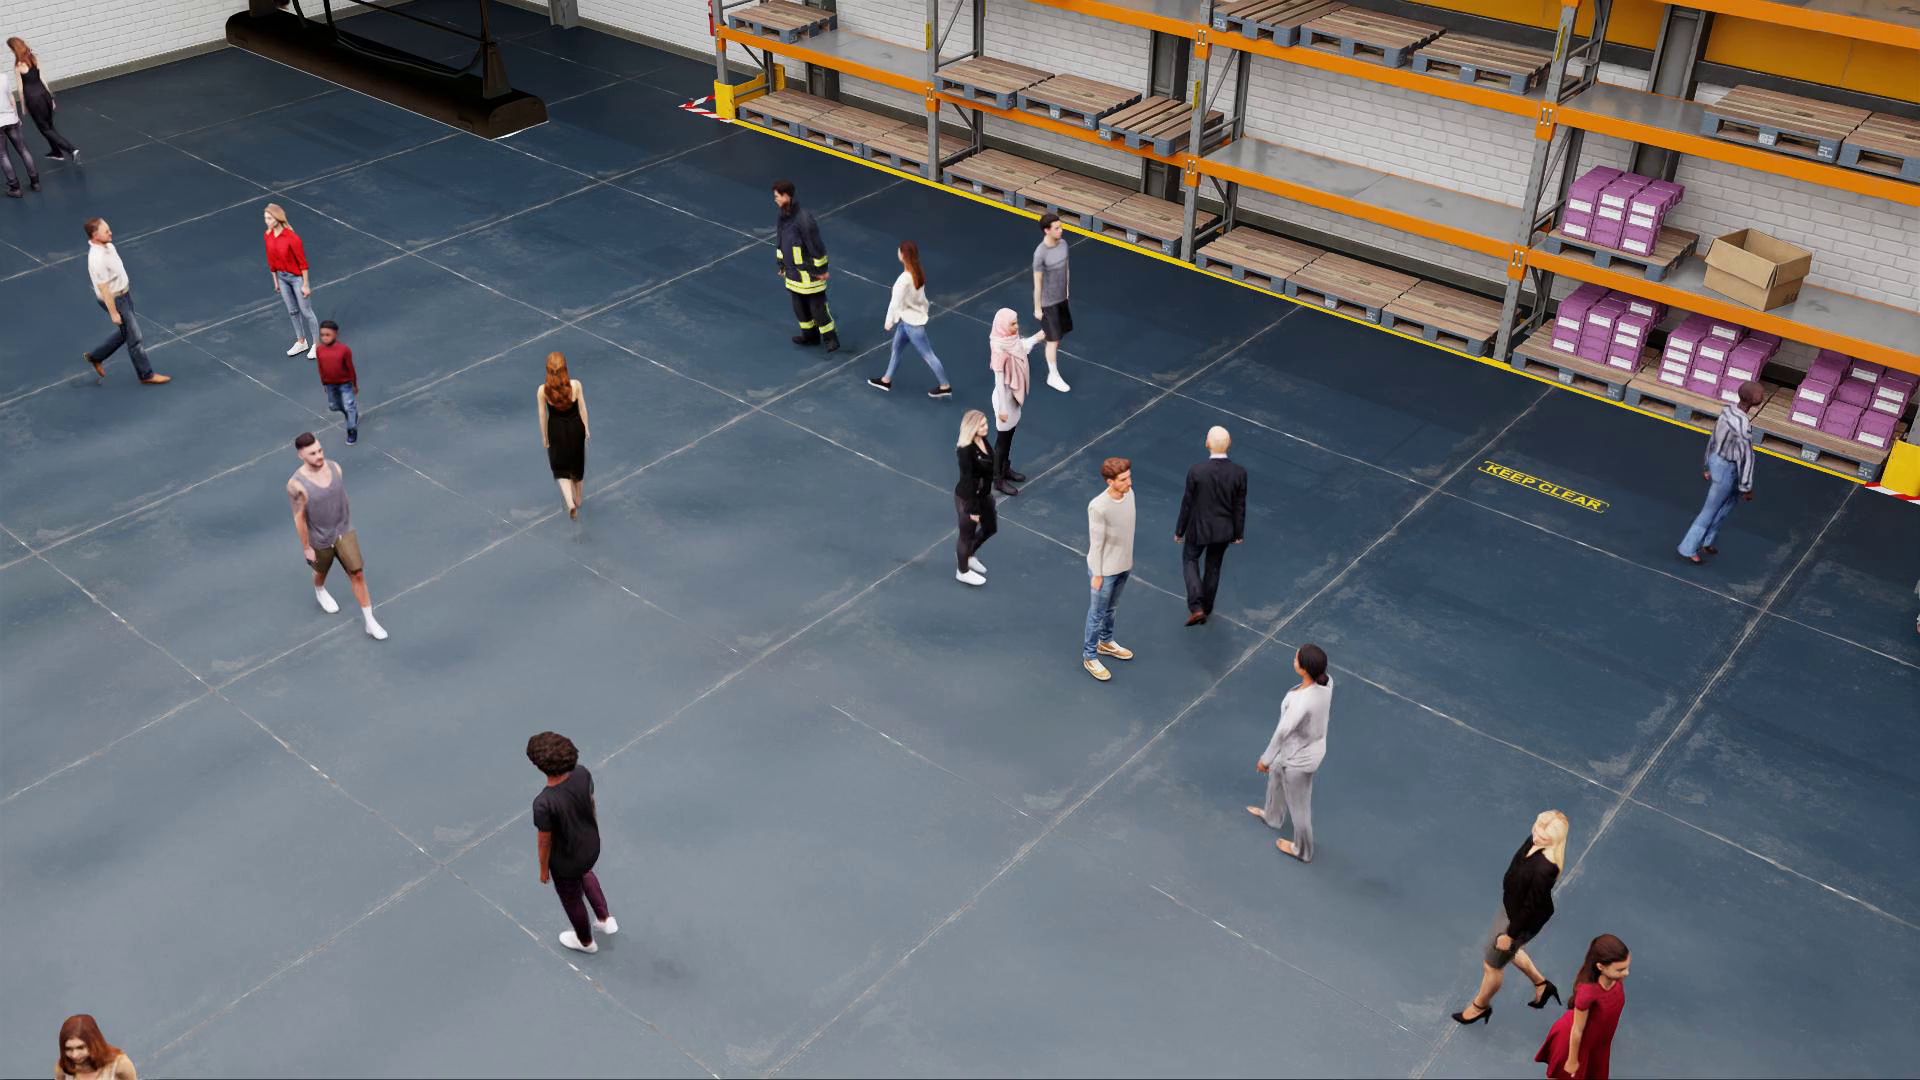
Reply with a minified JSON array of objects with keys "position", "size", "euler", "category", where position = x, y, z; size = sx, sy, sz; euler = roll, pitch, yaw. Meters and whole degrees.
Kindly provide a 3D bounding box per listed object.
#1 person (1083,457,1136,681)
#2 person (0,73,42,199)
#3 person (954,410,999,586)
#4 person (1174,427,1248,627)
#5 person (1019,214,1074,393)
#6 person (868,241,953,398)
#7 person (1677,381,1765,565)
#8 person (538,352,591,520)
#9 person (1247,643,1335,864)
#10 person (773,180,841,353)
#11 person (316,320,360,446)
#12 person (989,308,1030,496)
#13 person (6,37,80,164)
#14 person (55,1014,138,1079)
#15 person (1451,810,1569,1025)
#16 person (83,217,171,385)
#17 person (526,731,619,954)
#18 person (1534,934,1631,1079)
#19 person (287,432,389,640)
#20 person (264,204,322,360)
[{"position":[1.153,0.177,12.898],"size":[0.569,1.905,0.654],"euler":[24,41,32],"category":"person"},{"position":[-12.222,-5.304,21.210],"size":[0.565,1.831,0.640],"euler":[24,41,32],"category":"person"},{"position":[0.021,-0.358,13.910],"size":[0.670,1.675,0.676],"euler":[14,36,20],"category":"person"},{"position":[2.011,-0.036,13.330],"size":[0.933,1.781,0.992],"euler":[-1,34,-2],"category":"person"},{"position":[0.858,-2.455,16.909],"size":[1.001,1.847,0.671],"euler":[27,42,35],"category":"person"},{"position":[-0.397,-2.137,16.617],"size":[1.210,1.641,0.939],"euler":[9,35,13],"category":"person"},{"position":[6.376,-0.543,14.096],"size":[0.806,1.777,0.763],"euler":[5,34,7],"category":"person"},{"position":[-3.495,-0.903,14.792],"size":[0.820,1.606,0.966],"euler":[-11,35,-16],"category":"person"},{"position":[2.357,1.465,11.128],"size":[0.836,1.719,0.666],"euler":[21,39,28],"category":"person"},{"position":[-1.578,-2.874,17.508],"size":[0.682,1.882,1.000],"euler":[20,39,28],"category":"person"},{"position":[-5.997,-1.565,16.115],"size":[0.734,1.244,0.774],"euler":[0,34,0],"category":"person"},{"position":[0.428,-1.282,15.184],"size":[0.718,1.804,0.714],"euler":[11,35,16],"category":"person"},{"position":[-12.149,-5.781,22.030],"size":[1.034,1.719,0.829],"euler":[11,35,17],"category":"person"},{"position":[-4.417,3.042,8.773],"size":[0.745,1.699,0.803],"euler":[-2,34,-2],"category":"person"},{"position":[3.388,2.276,9.818],"size":[0.986,1.817,0.869],"euler":[8,34,12],"category":"person"},{"position":[-8.635,-2.397,16.836],"size":[1.120,1.832,1.091],"euler":[-6,34,-10],"category":"person"},{"position":[-2.368,1.928,10.381],"size":[0.704,1.775,0.702],"euler":[16,37,23],"category":"person"},{"position":[3.480,2.784,9.305],"size":[0.564,1.540,0.624],"euler":[-28,43,-35],"category":"person"},{"position":[-5.150,-0.076,13.441],"size":[1.184,1.806,0.687],"euler":[27,42,35],"category":"person"},{"position":[-7.000,-2.724,17.444],"size":[0.575,1.704,0.737],"euler":[11,35,17],"category":"person"}]
